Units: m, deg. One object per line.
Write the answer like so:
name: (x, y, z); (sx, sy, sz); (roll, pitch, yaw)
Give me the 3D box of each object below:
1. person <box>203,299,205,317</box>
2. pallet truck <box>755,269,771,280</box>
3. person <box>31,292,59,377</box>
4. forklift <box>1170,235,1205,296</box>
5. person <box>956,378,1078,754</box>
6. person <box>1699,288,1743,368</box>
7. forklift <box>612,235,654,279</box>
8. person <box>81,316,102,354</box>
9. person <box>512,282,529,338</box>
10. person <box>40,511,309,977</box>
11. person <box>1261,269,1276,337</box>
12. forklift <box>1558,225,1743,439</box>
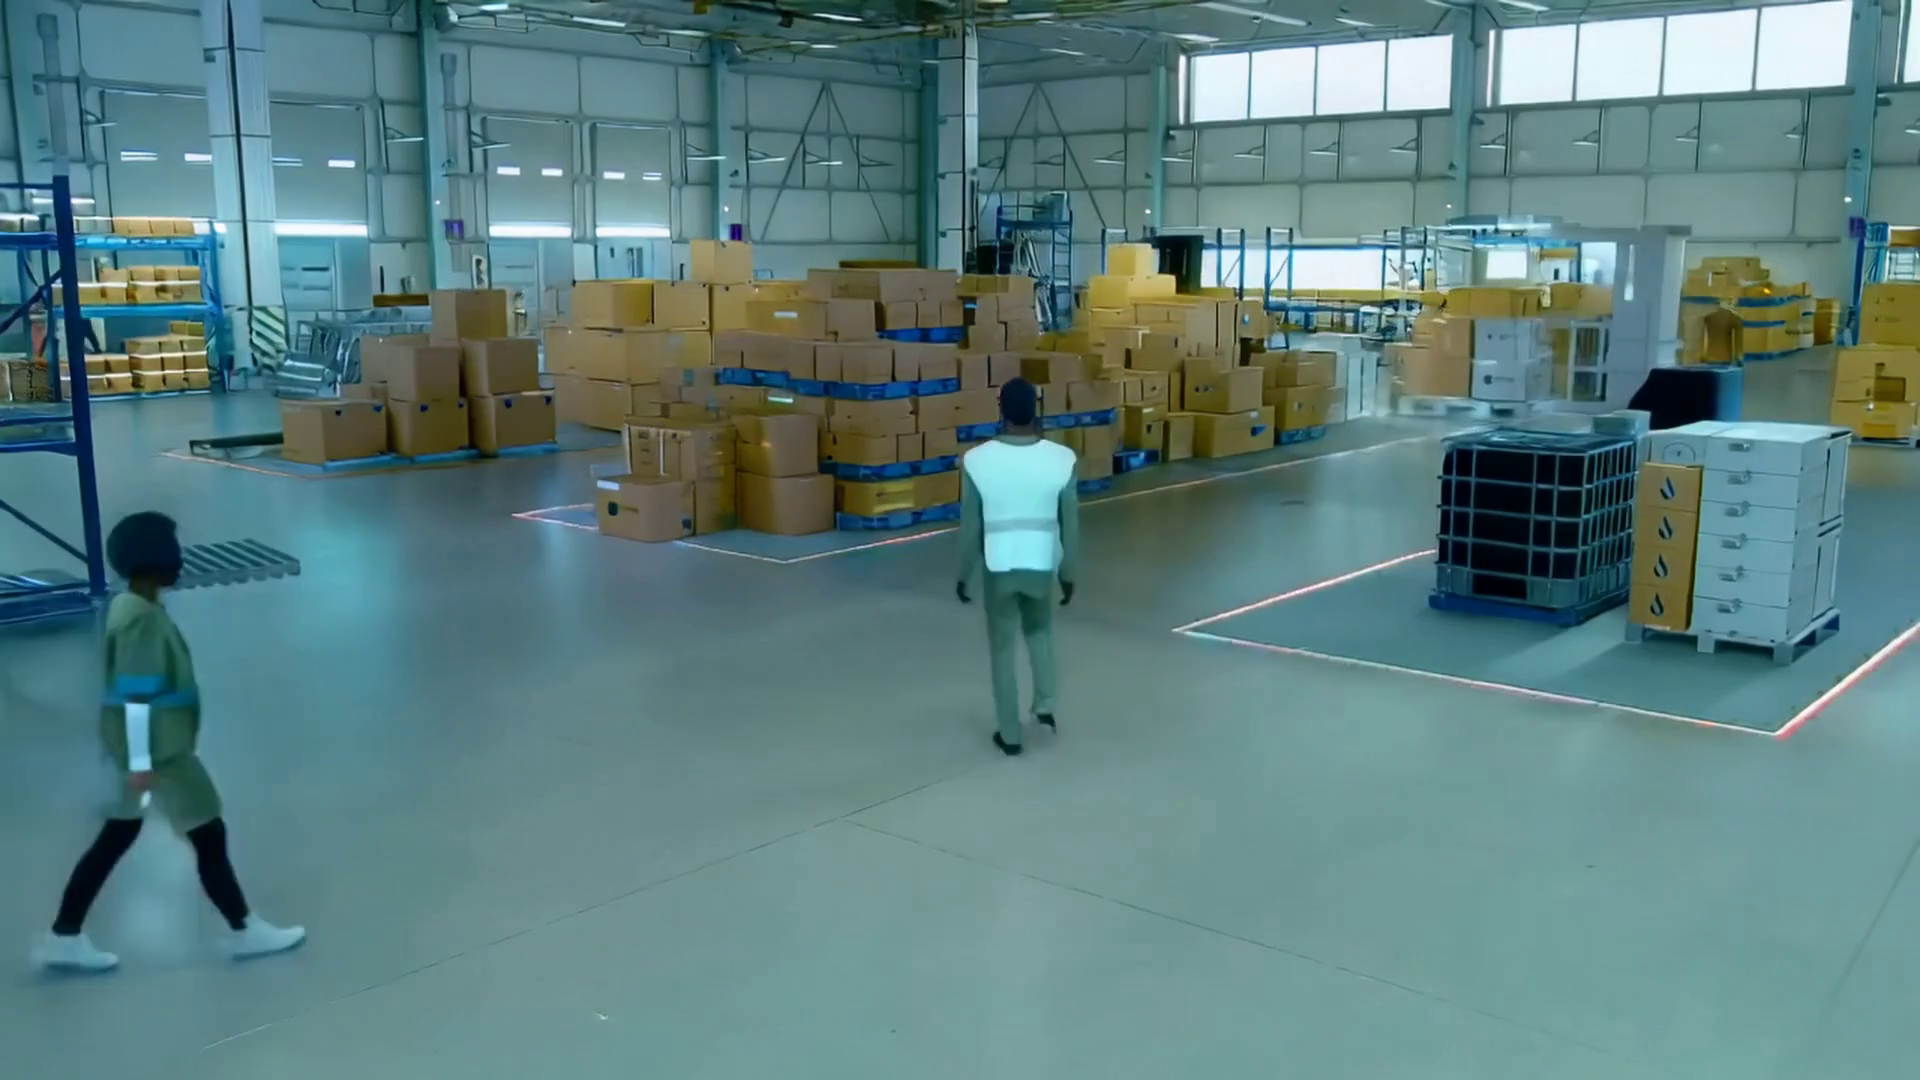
person: (-16.129, -4.543, 35.101); (0.355, 1.882, 0.576); (-10, 14, -44)
pallet truck: (-4.996, -6.432, 45.525); (1.885, 1.965, 0.823); (-6, 12, -32)
person: (-17.656, -3.950, 32.204); (0.507, 1.696, 0.897); (0, 10, 0)
forklift: (5.115, -5.466, 37.513); (1.873, 2.768, 1.129); (8, 13, 40)
person: (0.280, 0.141, 8.377); (0.595, 1.907, 0.449); (-3, 10, -14)
person: (11.050, -2.682, 24.254); (0.772, 1.968, 0.626); (-6, 11, -29)
forklift: (-7.300, -5.450, 37.421); (1.873, 2.768, 1.129); (8, 13, 40)
person: (-17.442, -4.201, 33.325); (0.538, 1.813, 0.816); (3, 11, 19)
person: (-12.024, -6.233, 45.463); (0.516, 1.625, 0.375); (6, 12, 32)
person: (-2.835, 0.717, 5.806); (0.862, 1.654, 0.543); (-6, 11, -29)
person: (8.917, -6.846, 48.049); (0.372, 1.939, 0.544); (-5, 11, -25)
forklift: (8.632, -2.497, 20.609); (1.873, 2.768, 1.129); (8, 13, 40)
